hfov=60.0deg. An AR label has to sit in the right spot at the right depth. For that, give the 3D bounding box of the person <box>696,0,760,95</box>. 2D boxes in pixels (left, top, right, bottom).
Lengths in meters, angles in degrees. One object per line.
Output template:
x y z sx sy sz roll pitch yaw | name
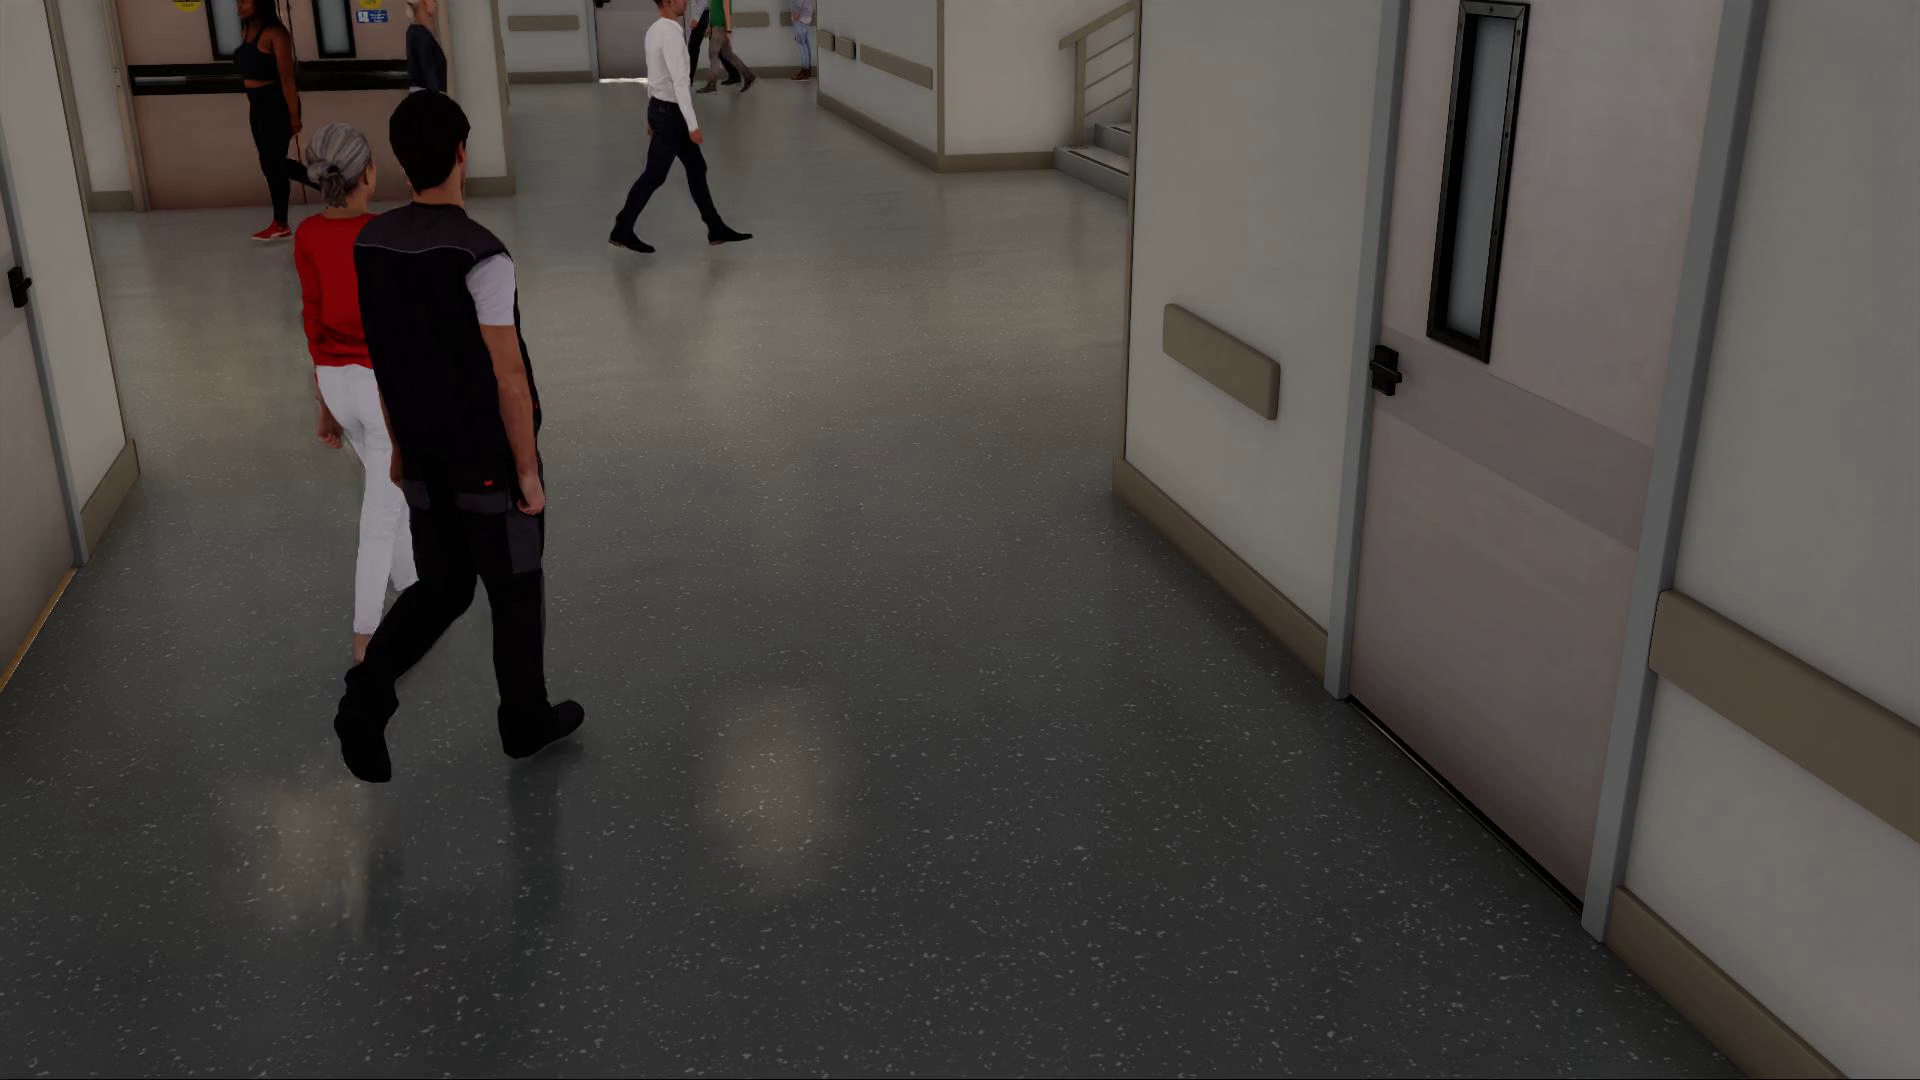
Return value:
-2.997 -6.592 21.485 1.133 1.626 0.697 -8 22 -21 | person

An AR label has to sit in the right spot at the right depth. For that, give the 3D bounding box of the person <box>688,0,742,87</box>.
-3.295 -6.940 22.206 1.198 1.768 0.769 -8 22 -21 | person

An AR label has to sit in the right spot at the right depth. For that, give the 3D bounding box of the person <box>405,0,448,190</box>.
-4.291 -3.480 13.143 0.708 1.715 0.691 -10 23 -24 | person

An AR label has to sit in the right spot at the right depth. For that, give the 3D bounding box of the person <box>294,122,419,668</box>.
-1.807 -0.375 5.011 0.907 1.669 0.884 7 22 17 | person

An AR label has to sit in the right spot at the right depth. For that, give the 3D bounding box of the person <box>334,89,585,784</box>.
-1.357 -0.191 4.298 1.041 1.829 1.083 11 23 26 | person

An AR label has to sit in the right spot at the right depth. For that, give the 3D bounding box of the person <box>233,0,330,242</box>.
-4.866 -3.086 11.994 1.041 1.793 1.172 16 26 36 | person

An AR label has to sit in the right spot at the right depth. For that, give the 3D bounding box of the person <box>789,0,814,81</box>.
-2.234 -7.447 23.445 0.718 1.837 0.760 3 21 8 | person

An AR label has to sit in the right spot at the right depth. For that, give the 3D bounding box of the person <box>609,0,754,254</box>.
-2.076 -2.843 11.311 1.238 1.823 0.664 -6 22 -16 | person
